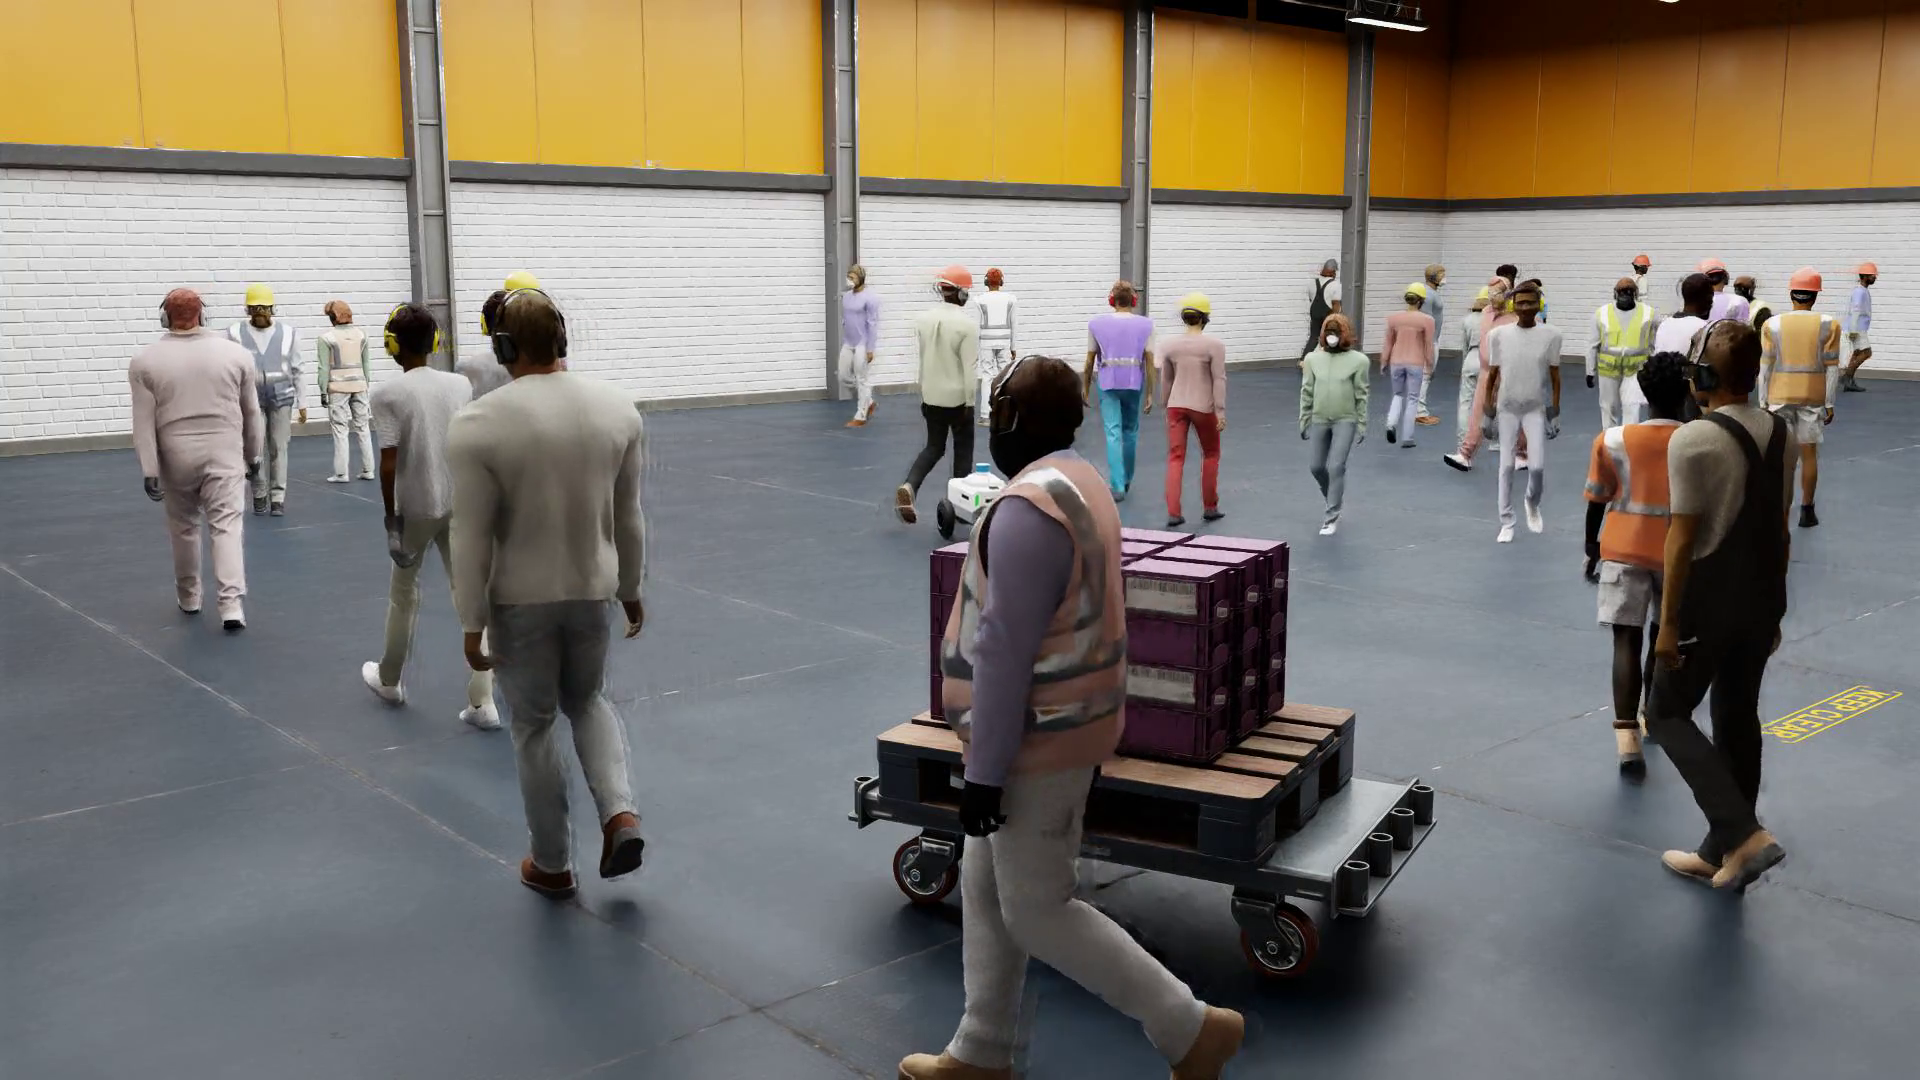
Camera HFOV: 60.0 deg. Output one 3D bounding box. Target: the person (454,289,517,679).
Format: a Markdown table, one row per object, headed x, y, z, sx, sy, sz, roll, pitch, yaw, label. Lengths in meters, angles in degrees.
| x | y | z | sx | sy | sz | roll | pitch | yaw | label |
| --- | --- | --- | --- | --- | --- | --- | --- | --- | --- |
| -2.144 | -0.258 | 7.966 | 0.532 | 1.865 | 0.311 | 1 | 10 | 4 | person |

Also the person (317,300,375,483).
| x | y | z | sx | sy | sz | roll | pitch | yaw | label |
| --- | --- | --- | --- | --- | --- | --- | --- | --- | --- |
| -5.491 | -1.319 | 14.860 | 0.310 | 1.634 | 0.523 | 8 | 12 | 38 | person |

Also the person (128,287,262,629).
| x | y | z | sx | sy | sz | roll | pitch | yaw | label |
| --- | --- | --- | --- | --- | --- | --- | --- | --- | --- |
| -4.171 | -0.450 | 9.138 | 0.644 | 1.859 | 1.010 | -5 | 11 | -25 | person |

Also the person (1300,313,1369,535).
| x | y | z | sx | sy | sz | roll | pitch | yaw | label |
| --- | --- | --- | --- | --- | --- | --- | --- | --- | --- |
| 2.762 | -0.862 | 12.242 | 0.502 | 1.615 | 0.586 | 5 | 11 | 29 | person |

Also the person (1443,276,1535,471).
| x | y | z | sx | sy | sz | roll | pitch | yaw | label |
| --- | --- | --- | --- | --- | --- | --- | --- | --- | --- |
| 5.002 | -1.529 | 15.502 | 1.026 | 1.825 | 0.706 | -6 | 11 | -31 | person |

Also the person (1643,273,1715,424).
| x | y | z | sx | sy | sz | roll | pitch | yaw | label |
| --- | --- | --- | --- | --- | --- | --- | --- | --- | --- |
| 5.055 | -0.910 | 11.678 | 0.478 | 1.900 | 0.607 | -2 | 10 | -11 | person |

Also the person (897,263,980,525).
| x | y | z | sx | sy | sz | roll | pitch | yaw | label |
| --- | --- | --- | --- | --- | --- | --- | --- | --- | --- |
| -0.127 | -1.060 | 12.349 | 0.622 | 1.977 | 0.771 | 8 | 12 | 39 | person |

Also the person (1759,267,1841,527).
| x | y | z | sx | sy | sz | roll | pitch | yaw | label |
| --- | --- | --- | --- | --- | --- | --- | --- | --- | --- |
| 6.263 | -1.062 | 12.459 | 0.543 | 1.939 | 0.355 | 5 | 11 | 27 | person |

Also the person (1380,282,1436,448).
| x | y | z | sx | sy | sz | roll | pitch | yaw | label |
| --- | --- | --- | --- | --- | --- | --- | --- | --- | --- |
| 4.751 | -1.848 | 17.613 | 0.584 | 1.743 | 0.415 | 7 | 12 | 35 | person |

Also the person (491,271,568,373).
| x | y | z | sx | sy | sz | roll | pitch | yaw | label |
| --- | --- | --- | --- | --- | --- | --- | --- | --- | --- |
| -2.788 | -0.770 | 10.778 | 0.383 | 1.928 | 0.588 | 7 | 12 | 35 | person |

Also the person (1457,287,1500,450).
| x | y | z | sx | sy | sz | roll | pitch | yaw | label |
| --- | --- | --- | --- | --- | --- | --- | --- | --- | --- |
| 5.416 | -1.757 | 17.197 | 0.802 | 1.697 | 0.508 | -9 | 13 | -42 | person |

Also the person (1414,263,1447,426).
| x | y | z | sx | sy | sz | roll | pitch | yaw | label |
| --- | --- | --- | --- | --- | --- | --- | --- | --- | --- |
| 5.623 | -2.344 | 19.962 | 0.355 | 1.936 | 0.635 | 3 | 10 | 19 | person |

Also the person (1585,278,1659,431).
| x | y | z | sx | sy | sz | roll | pitch | yaw | label |
| --- | --- | --- | --- | --- | --- | --- | --- | --- | --- |
| 6.398 | -1.617 | 16.109 | 0.652 | 1.799 | 0.915 | 4 | 10 | 22 | person |

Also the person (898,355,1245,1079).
| x | y | z | sx | sy | sz | roll | pitch | yaw | label |
| --- | --- | --- | --- | --- | --- | --- | --- | --- | --- |
| 0.258 | 0.477 | 3.865 | 0.769 | 1.801 | 0.642 | 2 | 10 | 12 | person |

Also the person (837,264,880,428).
| x | y | z | sx | sy | sz | roll | pitch | yaw | label |
| --- | --- | --- | --- | --- | --- | --- | --- | --- | --- |
| -1.181 | -2.272 | 19.570 | 0.471 | 1.926 | 0.652 | -8 | 13 | -40 | person |

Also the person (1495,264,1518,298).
| x | y | z | sx | sy | sz | roll | pitch | yaw | label |
| --- | --- | --- | --- | --- | --- | --- | --- | --- | --- |
| 6.633 | -2.424 | 20.494 | 0.963 | 1.909 | 0.607 | 2 | 10 | 11 | person |

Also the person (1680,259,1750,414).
| x | y | z | sx | sy | sz | roll | pitch | yaw | label |
| --- | --- | --- | --- | --- | --- | --- | --- | --- | --- |
| 7.011 | -1.583 | 15.356 | 0.692 | 1.990 | 0.804 | 8 | 12 | 38 | person |

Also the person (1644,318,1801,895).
| x | y | z | sx | sy | sz | roll | pitch | yaw | label |
| --- | --- | --- | --- | --- | --- | --- | --- | --- | --- |
| 2.410 | 0.237 | 5.159 | 0.530 | 1.831 | 0.498 | -4 | 10 | -21 | person |

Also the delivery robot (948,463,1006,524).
| x | y | z | sx | sy | sz | roll | pitch | yaw | label |
| --- | --- | --- | --- | --- | --- | --- | --- | --- | --- |
| 0.160 | -0.299 | 11.761 | 0.477 | 0.478 | 0.707 | -3 | 10 | -16 | delivery robot |

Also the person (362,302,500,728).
| x | y | z | sx | sy | sz | roll | pitch | yaw | label |
| --- | --- | --- | --- | --- | --- | --- | --- | --- | --- |
| -2.334 | -0.113 | 7.269 | 0.537 | 1.817 | 0.993 | -9 | 13 | -43 | person |

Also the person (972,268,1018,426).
| x | y | z | sx | sy | sz | roll | pitch | yaw | label |
| --- | --- | --- | --- | --- | --- | --- | --- | --- | --- |
| 0.411 | -2.305 | 19.898 | 0.575 | 1.883 | 0.355 | -3 | 10 | -15 | person |

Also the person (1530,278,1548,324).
| x | y | z | sx | sy | sz | roll | pitch | yaw | label |
| --- | --- | --- | --- | --- | --- | --- | --- | --- | --- |
| 9.140 | -3.364 | 26.688 | 0.535 | 1.677 | 0.717 | 1 | 10 | 4 | person |

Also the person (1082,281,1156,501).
| x | y | z | sx | sy | sz | roll | pitch | yaw | label |
| --- | --- | --- | --- | --- | --- | --- | --- | --- | --- |
| 1.327 | -1.258 | 13.982 | 0.589 | 1.799 | 0.929 | 0 | 10 | -2 | person |

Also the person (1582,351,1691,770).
| x | y | z | sx | sy | sz | roll | pitch | yaw | label |
| --- | --- | --- | --- | --- | --- | --- | --- | --- | --- |
| 2.757 | 0.076 | 6.639 | 0.532 | 1.658 | 0.872 | 4 | 10 | 21 | person |

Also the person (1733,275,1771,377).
| x | y | z | sx | sy | sz | roll | pitch | yaw | label |
| --- | --- | --- | --- | --- | --- | --- | --- | --- | --- |
| 8.530 | -1.977 | 18.149 | 0.586 | 1.821 | 0.640 | -4 | 11 | -24 | person |

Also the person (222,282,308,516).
| x | y | z | sx | sy | sz | roll | pitch | yaw | label |
| --- | --- | --- | --- | --- | --- | --- | --- | --- | --- |
| -5.375 | -1.077 | 12.889 | 0.624 | 1.815 | 0.459 | -5 | 11 | -25 | person |

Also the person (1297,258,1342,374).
| x | y | z | sx | sy | sz | roll | pitch | yaw | label |
| --- | --- | --- | --- | --- | --- | --- | --- | --- | --- |
| 6.219 | -3.849 | 28.476 | 1.008 | 2.000 | 0.678 | -9 | 13 | -43 | person |

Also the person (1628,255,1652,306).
| x | y | z | sx | sy | sz | roll | pitch | yaw | label |
| --- | --- | --- | --- | --- | --- | --- | --- | --- | --- |
| 11.747 | -3.910 | 28.824 | 0.373 | 2.044 | 0.606 | -2 | 10 | -9 | person |

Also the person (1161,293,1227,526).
| x | y | z | sx | sy | sz | roll | pitch | yaw | label |
| --- | --- | --- | --- | --- | --- | --- | --- | --- | --- |
| 1.798 | -0.989 | 12.603 | 0.559 | 1.739 | 0.737 | 6 | 11 | 30 | person |

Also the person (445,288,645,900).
| x | y | z | sx | sy | sz | roll | pitch | yaw | label |
| --- | --- | --- | --- | --- | --- | --- | --- | --- | --- |
| -1.261 | 0.190 | 5.165 | 0.650 | 1.925 | 0.482 | -8 | 12 | -38 | person |

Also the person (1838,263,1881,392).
| x | y | z | sx | sy | sz | roll | pitch | yaw | label |
| --- | --- | --- | --- | --- | --- | --- | --- | --- | --- |
| 13.373 | -3.141 | 24.676 | 0.418 | 1.919 | 0.580 | 7 | 12 | 35 | person |

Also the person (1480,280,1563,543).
| x | y | z | sx | sy | sz | roll | pitch | yaw | label |
| --- | --- | --- | --- | --- | --- | --- | --- | --- | --- |
| 3.970 | -0.903 | 11.780 | 0.535 | 1.856 | 0.440 | 4 | 10 | 21 | person |
